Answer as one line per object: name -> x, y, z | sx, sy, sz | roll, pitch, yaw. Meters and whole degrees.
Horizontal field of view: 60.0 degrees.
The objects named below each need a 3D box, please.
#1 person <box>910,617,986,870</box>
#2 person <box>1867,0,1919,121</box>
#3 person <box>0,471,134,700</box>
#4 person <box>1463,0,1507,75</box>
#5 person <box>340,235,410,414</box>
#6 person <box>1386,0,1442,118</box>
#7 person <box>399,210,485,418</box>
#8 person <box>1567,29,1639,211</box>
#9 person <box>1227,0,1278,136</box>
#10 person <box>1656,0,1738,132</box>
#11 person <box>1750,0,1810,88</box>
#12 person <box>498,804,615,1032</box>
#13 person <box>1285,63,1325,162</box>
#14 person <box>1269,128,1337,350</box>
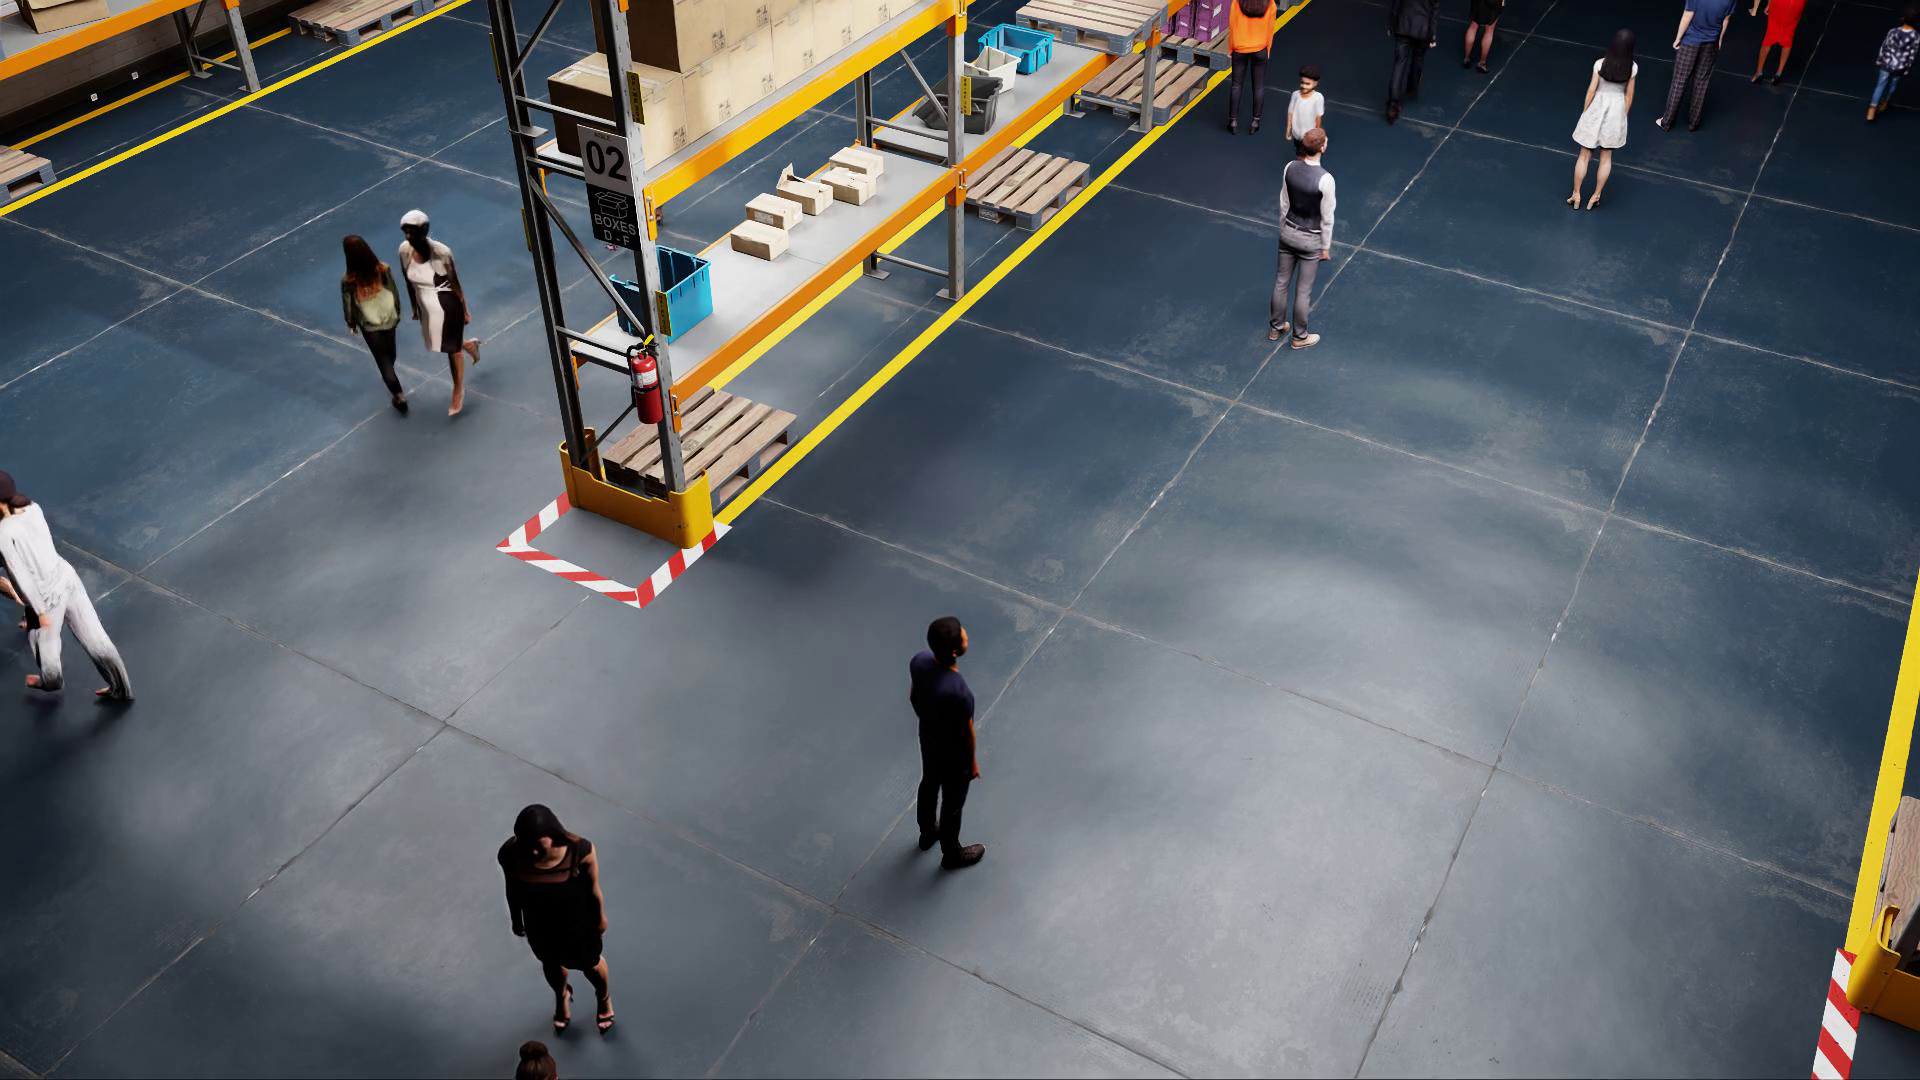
person -> -0.092, 1.136, 9.336 | 0.651, 1.792, 0.711 | -27, 46, -30
person -> 9.811, -5.008, 17.485 | 0.538, 1.224, 0.840 | 24, 44, 27
person -> -5.580, 0.344, 10.371 | 0.871, 1.738, 0.969 | 5, 39, 7
person -> 5.826, -5.996, 18.335 | 0.585, 1.707, 0.635 | -31, 48, -33
person -> -4.569, -1.677, 13.145 | 0.980, 1.434, 0.895 | -23, 44, -26
person -> 4.723, -5.292, 17.423 | 0.819, 1.744, 1.224 | 16, 41, 19
person -> -4.051, -1.859, 13.138 | 0.783, 1.727, 1.045 | 10, 40, 13
person -> 6.098, -3.975, 15.749 | 0.713, 1.775, 0.716 | 10, 40, 12
person -> 2.977, -5.014, 17.072 | 0.693, 1.749, 0.677 | 5, 39, 7
person -> 7.621, -5.126, 17.114 | 0.732, 1.871, 0.696 | 4, 39, 5
person -> 8.971, -5.780, 18.032 | 0.623, 1.746, 0.590 | 8, 39, 10
person -> -2.021, 1.919, 8.420 | 0.749, 1.712, 0.767 | 1, 39, 1
person -> 3.393, -4.079, 16.324 | 0.504, 1.220, 0.894 | 21, 43, 24
person -> 2.835, -2.505, 13.779 | 0.662, 1.937, 0.716 | -31, 48, -33
